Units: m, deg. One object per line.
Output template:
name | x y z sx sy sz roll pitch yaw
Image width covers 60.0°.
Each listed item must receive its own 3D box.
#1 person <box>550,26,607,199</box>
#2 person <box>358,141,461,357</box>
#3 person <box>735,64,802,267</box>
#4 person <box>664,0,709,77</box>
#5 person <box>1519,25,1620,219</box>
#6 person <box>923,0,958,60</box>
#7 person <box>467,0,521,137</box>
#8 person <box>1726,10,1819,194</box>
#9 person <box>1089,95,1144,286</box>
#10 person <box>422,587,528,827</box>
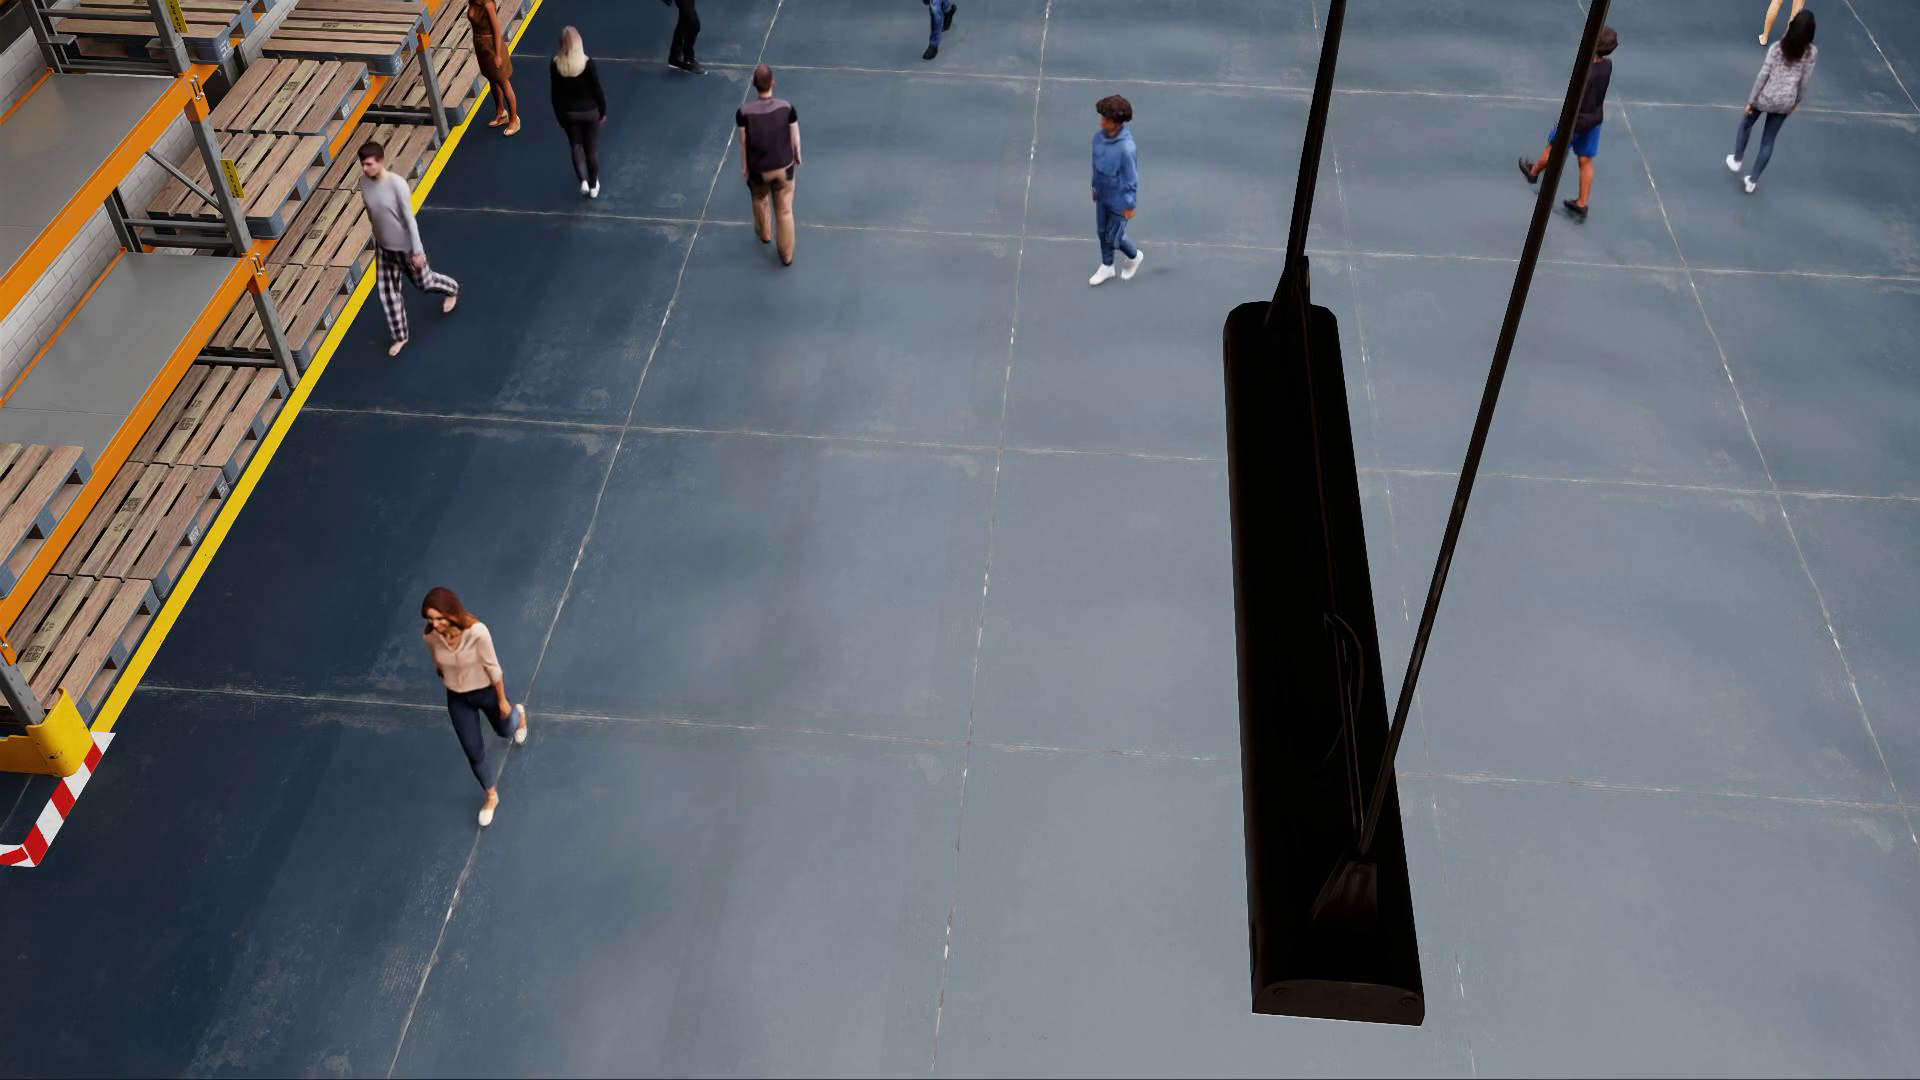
person | -3.468 -3.822 15.134 0.667 1.677 0.712 -3 44 -3
person | -4.540 -2.468 13.617 0.831 1.809 1.191 13 45 13
person | -1.635 -3.188 14.365 0.792 1.820 0.940 -5 44 -6
person | -2.864 -5.582 16.918 0.848 1.764 0.797 28 50 26
person | 5.665 -3.739 15.003 0.949 1.738 1.225 -16 46 -16
person | -0.219 -5.995 17.288 0.986 1.853 1.221 21 47 20
person | -4.530 -4.725 16.077 0.690 1.684 0.643 -34 53 -30
person | 7.482 -3.991 15.285 0.711 1.712 0.839 10 45 10
person | 1.380 -2.969 14.150 0.935 1.800 0.870 -23 48 -22
person | -2.911 0.880 10.134 0.623 1.766 1.064 2 44 2
